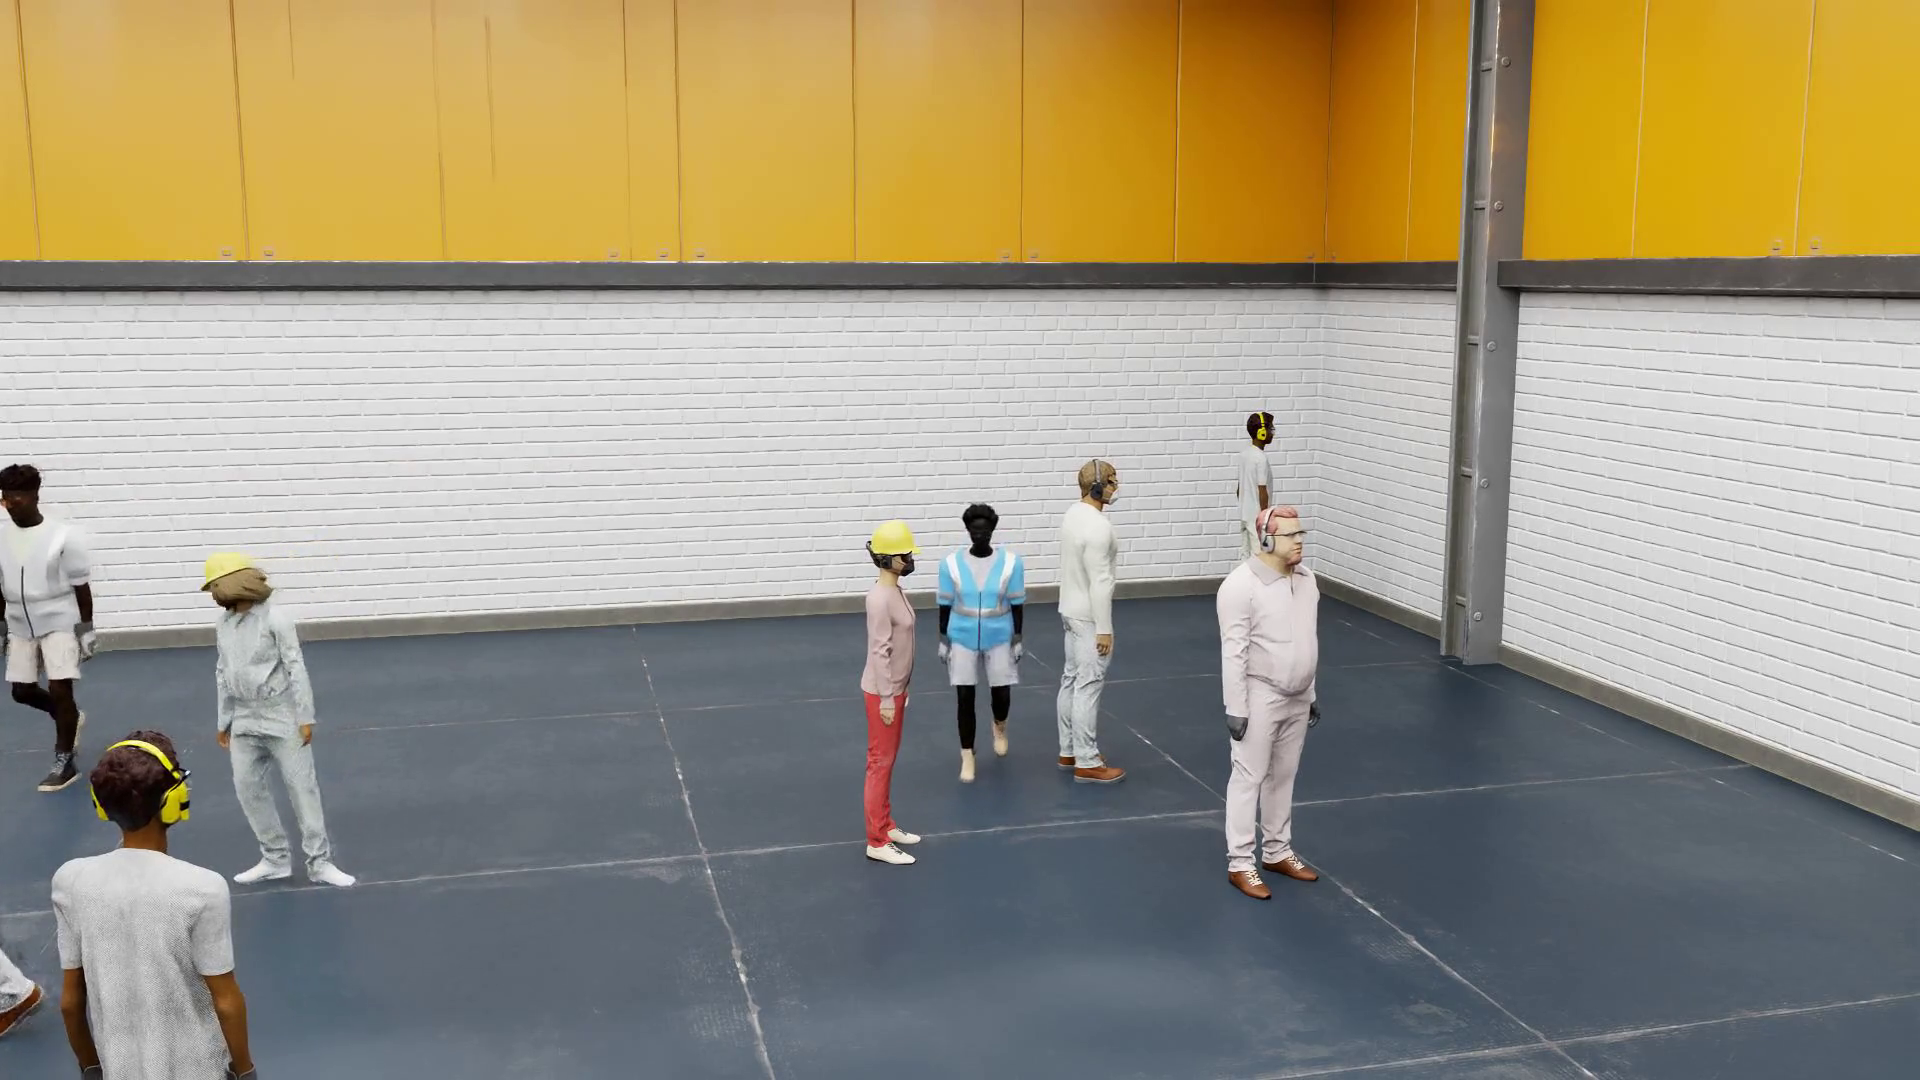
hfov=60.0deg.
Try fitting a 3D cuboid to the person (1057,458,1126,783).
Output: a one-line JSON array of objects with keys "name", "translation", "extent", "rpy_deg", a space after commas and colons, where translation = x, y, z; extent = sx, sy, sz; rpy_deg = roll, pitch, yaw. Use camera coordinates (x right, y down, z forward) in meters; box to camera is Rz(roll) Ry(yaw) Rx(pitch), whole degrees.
[{"name": "person", "translation": [0.776, 0.476, 9.969], "extent": [0.369, 1.938, 0.630], "rpy_deg": [-2, 9, -12]}]

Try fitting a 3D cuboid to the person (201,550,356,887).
[{"name": "person", "translation": [-3.340, 0.893, 8.139], "extent": [0.704, 1.694, 0.320], "rpy_deg": [3, 10, 17]}]

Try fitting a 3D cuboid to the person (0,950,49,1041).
[{"name": "person", "translation": [-3.935, 1.136, 6.137], "extent": [0.641, 1.870, 1.057], "rpy_deg": [4, 10, 24]}]

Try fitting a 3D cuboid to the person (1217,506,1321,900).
[{"name": "person", "translation": [1.548, 0.778, 8.167], "extent": [0.641, 1.913, 0.407], "rpy_deg": [-8, 12, -40]}]

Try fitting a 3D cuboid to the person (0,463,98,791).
[{"name": "person", "translation": [-5.418, 0.483, 9.914], "extent": [0.620, 1.945, 0.644], "rpy_deg": [0, 9, 0]}]

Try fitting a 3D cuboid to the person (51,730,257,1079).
[{"name": "person", "translation": [-2.061, 1.409, 4.342], "extent": [0.513, 1.877, 0.328], "rpy_deg": [1, 9, 7]}]

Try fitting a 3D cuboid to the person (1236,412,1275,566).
[{"name": "person", "translation": [2.516, -0.152, 14.097], "extent": [0.327, 1.874, 0.517], "rpy_deg": [-2, 9, -14]}]

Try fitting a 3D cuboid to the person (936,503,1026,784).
[{"name": "person", "translation": [0.126, 0.597, 10.023], "extent": [0.542, 1.689, 0.471], "rpy_deg": [0, 9, 2]}]

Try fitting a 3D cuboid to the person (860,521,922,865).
[{"name": "person", "translation": [-0.351, 0.777, 8.624], "extent": [0.314, 1.769, 0.523], "rpy_deg": [1, 9, 5]}]
